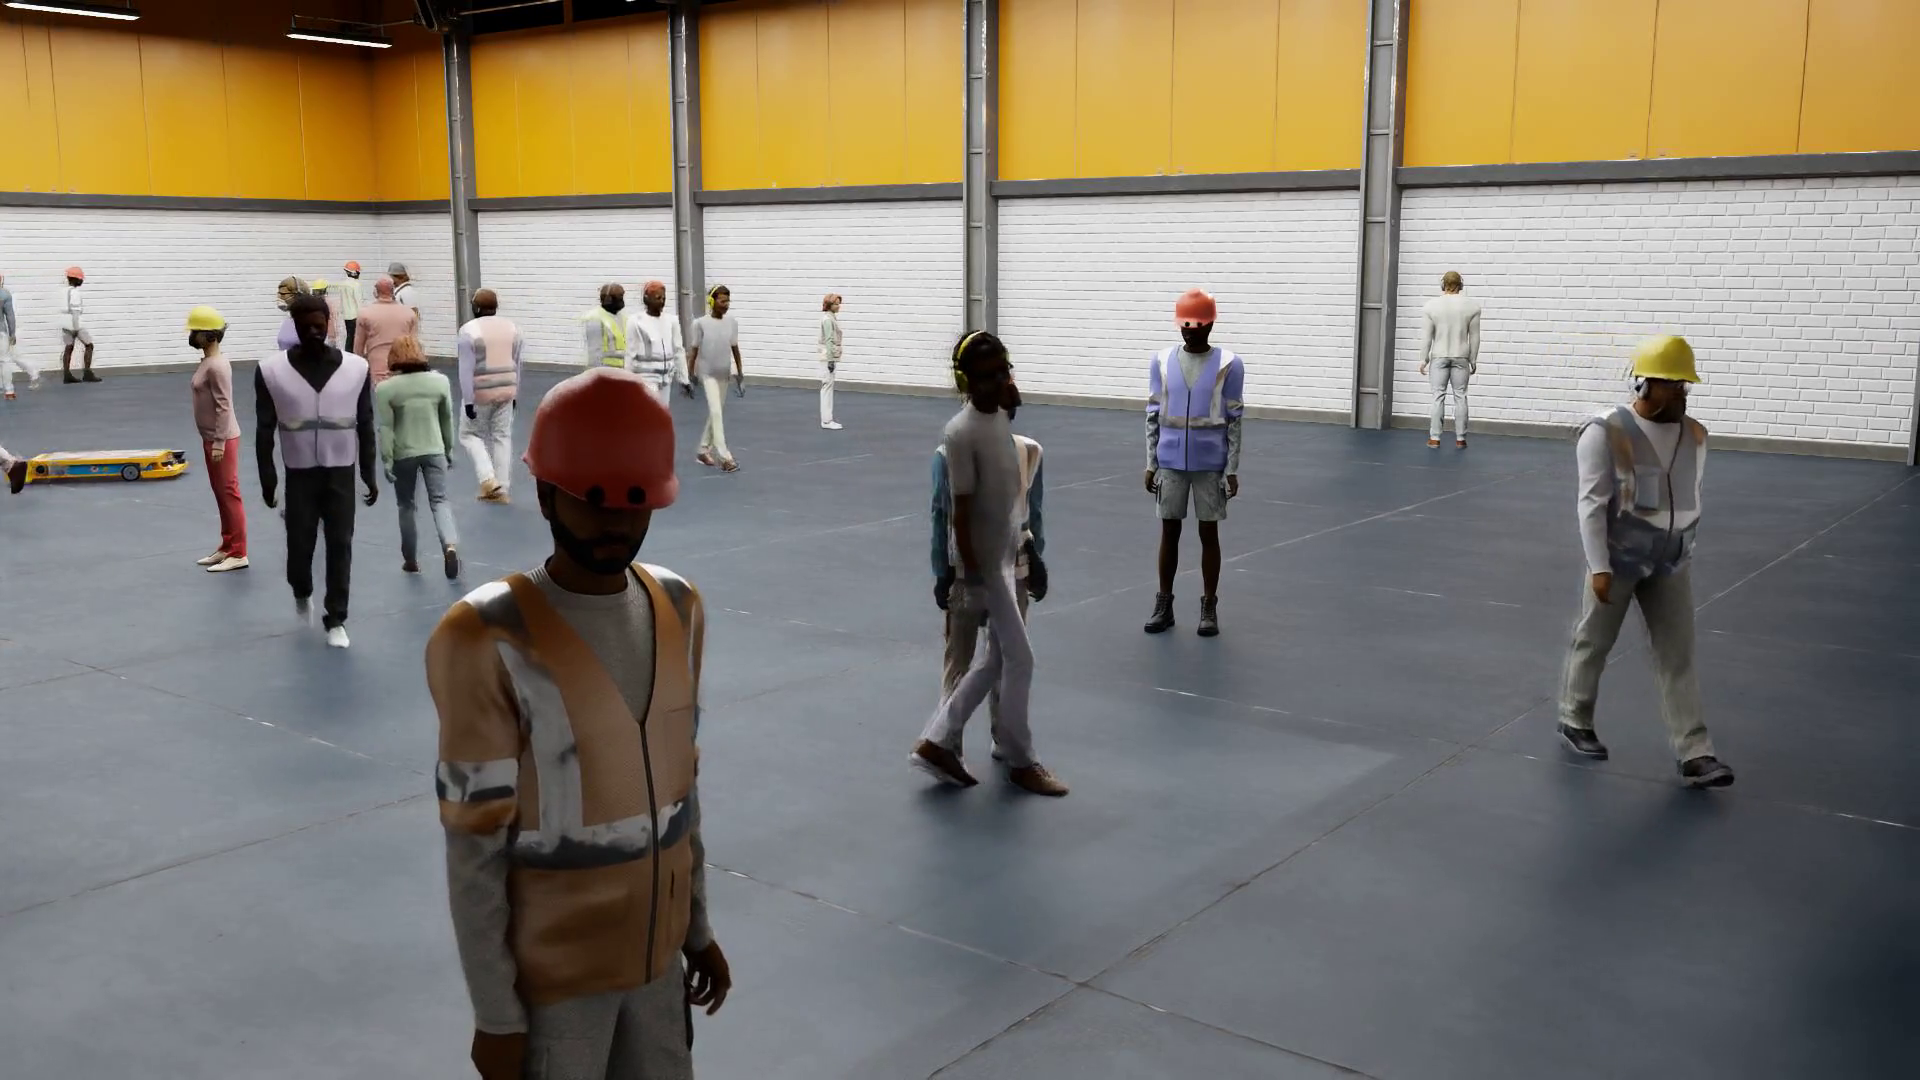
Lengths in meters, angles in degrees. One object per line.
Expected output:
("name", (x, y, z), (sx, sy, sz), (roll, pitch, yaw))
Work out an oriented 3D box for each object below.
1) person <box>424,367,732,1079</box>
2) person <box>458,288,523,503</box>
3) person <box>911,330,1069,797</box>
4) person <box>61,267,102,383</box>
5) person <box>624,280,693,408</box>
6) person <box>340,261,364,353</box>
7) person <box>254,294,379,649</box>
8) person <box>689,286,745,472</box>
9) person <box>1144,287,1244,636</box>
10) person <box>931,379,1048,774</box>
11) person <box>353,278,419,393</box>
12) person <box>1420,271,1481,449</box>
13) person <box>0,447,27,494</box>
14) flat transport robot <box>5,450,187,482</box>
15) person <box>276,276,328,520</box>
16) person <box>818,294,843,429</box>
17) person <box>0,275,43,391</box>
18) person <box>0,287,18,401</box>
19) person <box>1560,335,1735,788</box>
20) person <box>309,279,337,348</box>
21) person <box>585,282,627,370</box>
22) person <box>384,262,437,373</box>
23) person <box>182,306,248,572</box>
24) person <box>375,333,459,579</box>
("person", (-0.589, 0.680, 2.767), (0.376, 1.931, 0.542), (7, 12, 35))
("person", (-3.987, -1.212, 14.074), (0.452, 1.825, 0.638), (9, 13, 42))
("person", (0.120, 0.094, 6.502), (0.632, 1.828, 0.605), (2, 10, 13))
("person", (-14.477, -3.524, 27.328), (0.569, 1.905, 0.722), (7, 12, 35))
("person", (-2.776, -1.455, 15.401), (0.619, 1.866, 0.598), (8, 12, 38))
("person", (-10.791, -3.970, 29.652), (0.622, 1.994, 0.381), (8, 13, 39))
("person", (-3.474, -0.376, 8.995), (0.605, 1.902, 0.507), (-5, 11, -28))
("person", (-2.382, -1.588, 16.341), (0.533, 1.808, 0.992), (-8, 13, -39))
("person", (1.285, -0.429, 9.219), (0.543, 1.931, 0.371), (3, 10, 19))
("person", (0.117, 0.145, 6.734), (0.523, 1.636, 0.311), (-5, 11, -27))
("person", (-6.136, -1.863, 17.802), (0.658, 1.853, 1.020), (-6, 12, -32))
("person", (5.320, -1.952, 18.089), (0.627, 1.933, 0.376), (2, 10, 11))
("person", (-8.465, -1.239, 14.107), (0.756, 1.882, 0.646), (0, 10, 1))
("flat transport robot", (-8.115, -0.707, 15.664), (1.431, 0.197, 0.652), (-3, 10, -17))
("person", (-5.216, -1.117, 13.208), (0.368, 1.939, 0.632), (-9, 13, -42))
("person", (-1.569, -2.161, 20.161), (0.315, 1.636, 0.515), (0, 10, -2))
("person", (-14.557, -3.166, 25.418), (0.590, 1.850, 0.930), (4, 10, 21))
("person", (-13.955, -2.965, 23.966), (0.635, 1.936, 0.352), (-5, 11, -25))
("person", (2.763, 0.082, 6.679), (0.599, 1.787, 0.896), (-2, 10, -9))
("person", (-9.551, -3.000, 24.755), (0.796, 1.734, 0.546), (-6, 12, -32))
("person", (-3.510, -1.664, 16.718), (0.431, 1.832, 0.634), (4, 11, 22))
("person", (-8.440, -3.260, 25.384), (0.800, 2.000, 0.684), (-6, 11, -32))
("person", (-4.982, -0.675, 11.125), (0.306, 1.771, 0.522), (-6, 12, -32))
("person", (-3.505, -0.539, 10.795), (0.511, 1.609, 0.718), (-6, 11, -31))
